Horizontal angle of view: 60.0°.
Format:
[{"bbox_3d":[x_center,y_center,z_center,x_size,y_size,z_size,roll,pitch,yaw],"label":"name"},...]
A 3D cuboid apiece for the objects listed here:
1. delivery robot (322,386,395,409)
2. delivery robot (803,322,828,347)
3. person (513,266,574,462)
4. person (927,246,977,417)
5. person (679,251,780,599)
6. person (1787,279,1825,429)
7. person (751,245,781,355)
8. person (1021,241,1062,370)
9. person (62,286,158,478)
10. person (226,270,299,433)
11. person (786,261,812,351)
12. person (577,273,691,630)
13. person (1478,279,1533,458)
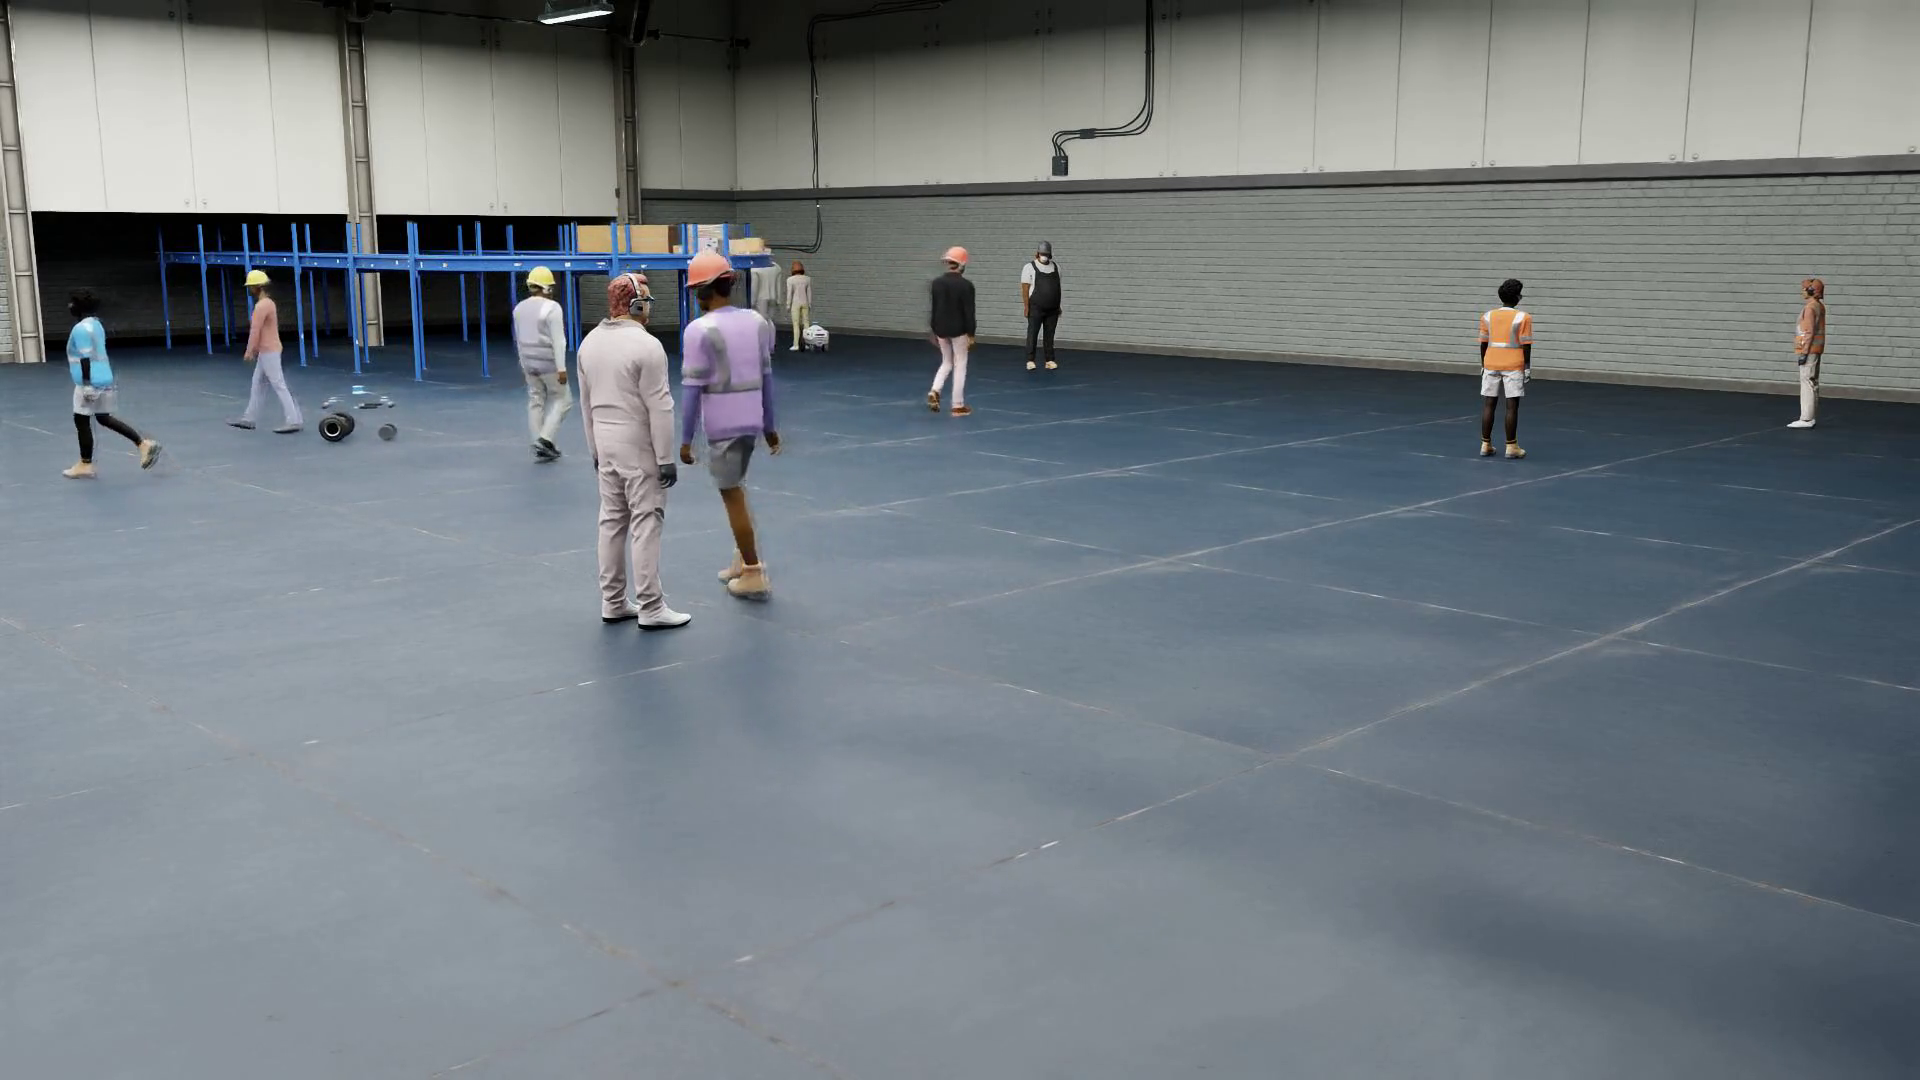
[{"bbox_3d":[-6.301,-1.499,17.409,0.698,0.223,0.335,-2,11,-9],"label":"delivery robot"},{"bbox_3d":[-2.624,-3.718,30.216,0.477,0.478,0.707,-3,11,-17],"label":"delivery robot"},{"bbox_3d":[-3.894,-1.642,15.579,0.620,1.818,0.424,6,12,31],"label":"person"},{"bbox_3d":[-0.086,-2.429,19.430,0.637,1.979,0.520,7,13,35],"label":"person"},{"bbox_3d":[-1.396,-0.662,9.705,0.673,2.010,0.635,8,13,36],"label":"person"},{"bbox_3d":[9.339,-2.049,18.299,0.310,1.638,0.522,8,13,36],"label":"person"},{"bbox_3d":[-3.467,-4.258,29.560,0.629,1.946,0.415,-10,14,-43],"label":"person"},{"bbox_3d":[1.339,-3.706,26.354,0.685,2.000,0.535,-4,11,-22],"label":"person"},{"bbox_3d":[-7.529,-1.392,14.608,0.710,1.677,0.533,-2,11,-10],"label":"person"},{"bbox_3d":[-7.538,-2.003,17.808,0.846,1.733,0.528,-2,11,-13],"label":"person"},{"bbox_3d":[-2.971,-4.320,30.695,0.498,1.633,0.278,-6,12,-31],"label":"person"},{"bbox_3d":[-1.755,-0.478,9.000,0.651,1.907,0.409,8,13,38],"label":"person"},{"bbox_3d":[5.226,-1.645,15.935,0.317,1.695,0.540,-10,14,-42],"label":"person"}]
